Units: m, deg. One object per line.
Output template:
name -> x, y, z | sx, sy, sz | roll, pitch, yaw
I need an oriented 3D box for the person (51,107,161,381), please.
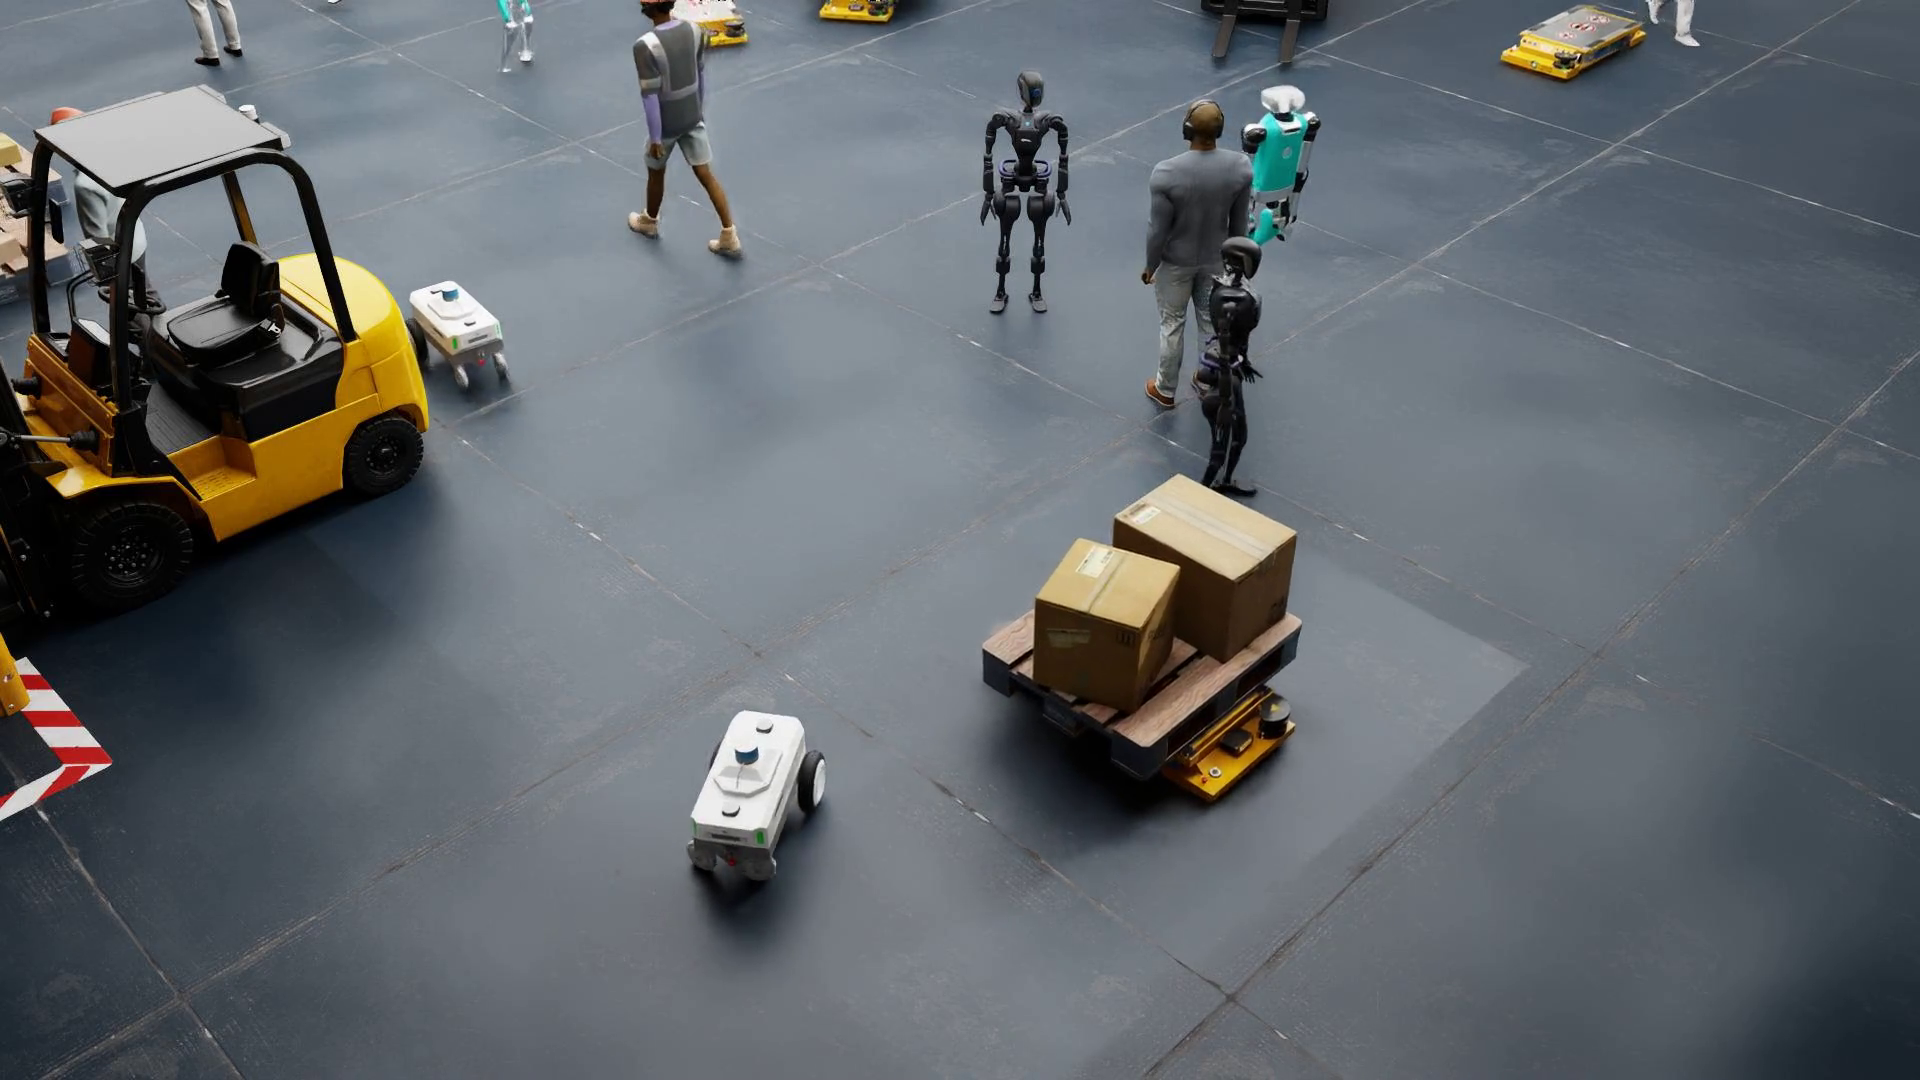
person -> -5.181, -1.806, 10.186 | 0.347, 1.739, 0.571 | -3, 37, -5

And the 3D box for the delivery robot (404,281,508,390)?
delivery robot -> -3.199, -1.356, 10.556 | 0.499, 0.575, 0.754 | -25, 43, -29

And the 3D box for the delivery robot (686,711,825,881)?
delivery robot -> -0.922, 1.091, 7.288 | 0.521, 0.583, 0.752 | 6, 37, 8

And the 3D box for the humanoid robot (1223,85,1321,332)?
humanoid robot -> 1.821, -2.065, 10.564 | 0.536, 1.821, 0.700 | -17, 40, -21

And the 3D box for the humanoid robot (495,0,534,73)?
humanoid robot -> -3.911, -4.894, 14.346 | 0.538, 1.820, 0.673 | -18, 41, -23

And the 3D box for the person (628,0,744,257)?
person -> -1.962, -2.935, 11.494 | 1.061, 1.989, 0.630 | 26, 44, 30

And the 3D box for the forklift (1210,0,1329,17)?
forklift -> 3.106, -6.400, 15.960 | 1.214, 2.155, 2.313 | 8, 37, 10

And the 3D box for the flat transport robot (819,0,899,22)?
flat transport robot -> -0.876, -5.379, 16.197 | 0.659, 0.231, 1.431 | 6, 37, 8

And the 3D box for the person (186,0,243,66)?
person -> -6.668, -5.040, 14.480 | 0.383, 1.784, 0.534 | 21, 41, 25

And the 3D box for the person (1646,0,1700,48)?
person -> 6.601, -5.337, 15.010 | 0.524, 1.620, 0.648 | -27, 44, -31

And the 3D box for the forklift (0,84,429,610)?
forklift -> -4.145, -1.093, 8.856 | 2.313, 2.155, 1.214 | -31, 47, -34

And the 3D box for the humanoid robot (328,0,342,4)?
humanoid robot -> -6.012, -5.930, 15.597 | 0.533, 1.677, 0.735 | 20, 41, 25

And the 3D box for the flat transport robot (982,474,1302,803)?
flat transport robot -> 0.854, 0.697, 8.063 | 1.431, 0.231, 0.659 | 30, 46, 34

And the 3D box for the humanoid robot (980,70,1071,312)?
humanoid robot -> 0.432, -2.255, 10.827 | 0.599, 1.657, 0.315 | 1, 37, 1

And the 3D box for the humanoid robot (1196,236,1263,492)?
humanoid robot -> 1.471, -0.871, 8.981 | 0.364, 1.651, 0.598 | 10, 38, 14

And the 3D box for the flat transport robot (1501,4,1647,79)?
flat transport robot -> 5.568, -4.510, 15.034 | 1.431, 0.231, 0.659 | -30, 46, -34

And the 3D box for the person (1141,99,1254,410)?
person -> 1.375, -1.664, 9.831 | 0.637, 1.936, 0.357 | -10, 38, -13

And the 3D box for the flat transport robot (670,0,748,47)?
flat transport robot -> -2.480, -4.955, 15.629 | 0.659, 0.231, 1.431 | -12, 38, -15
